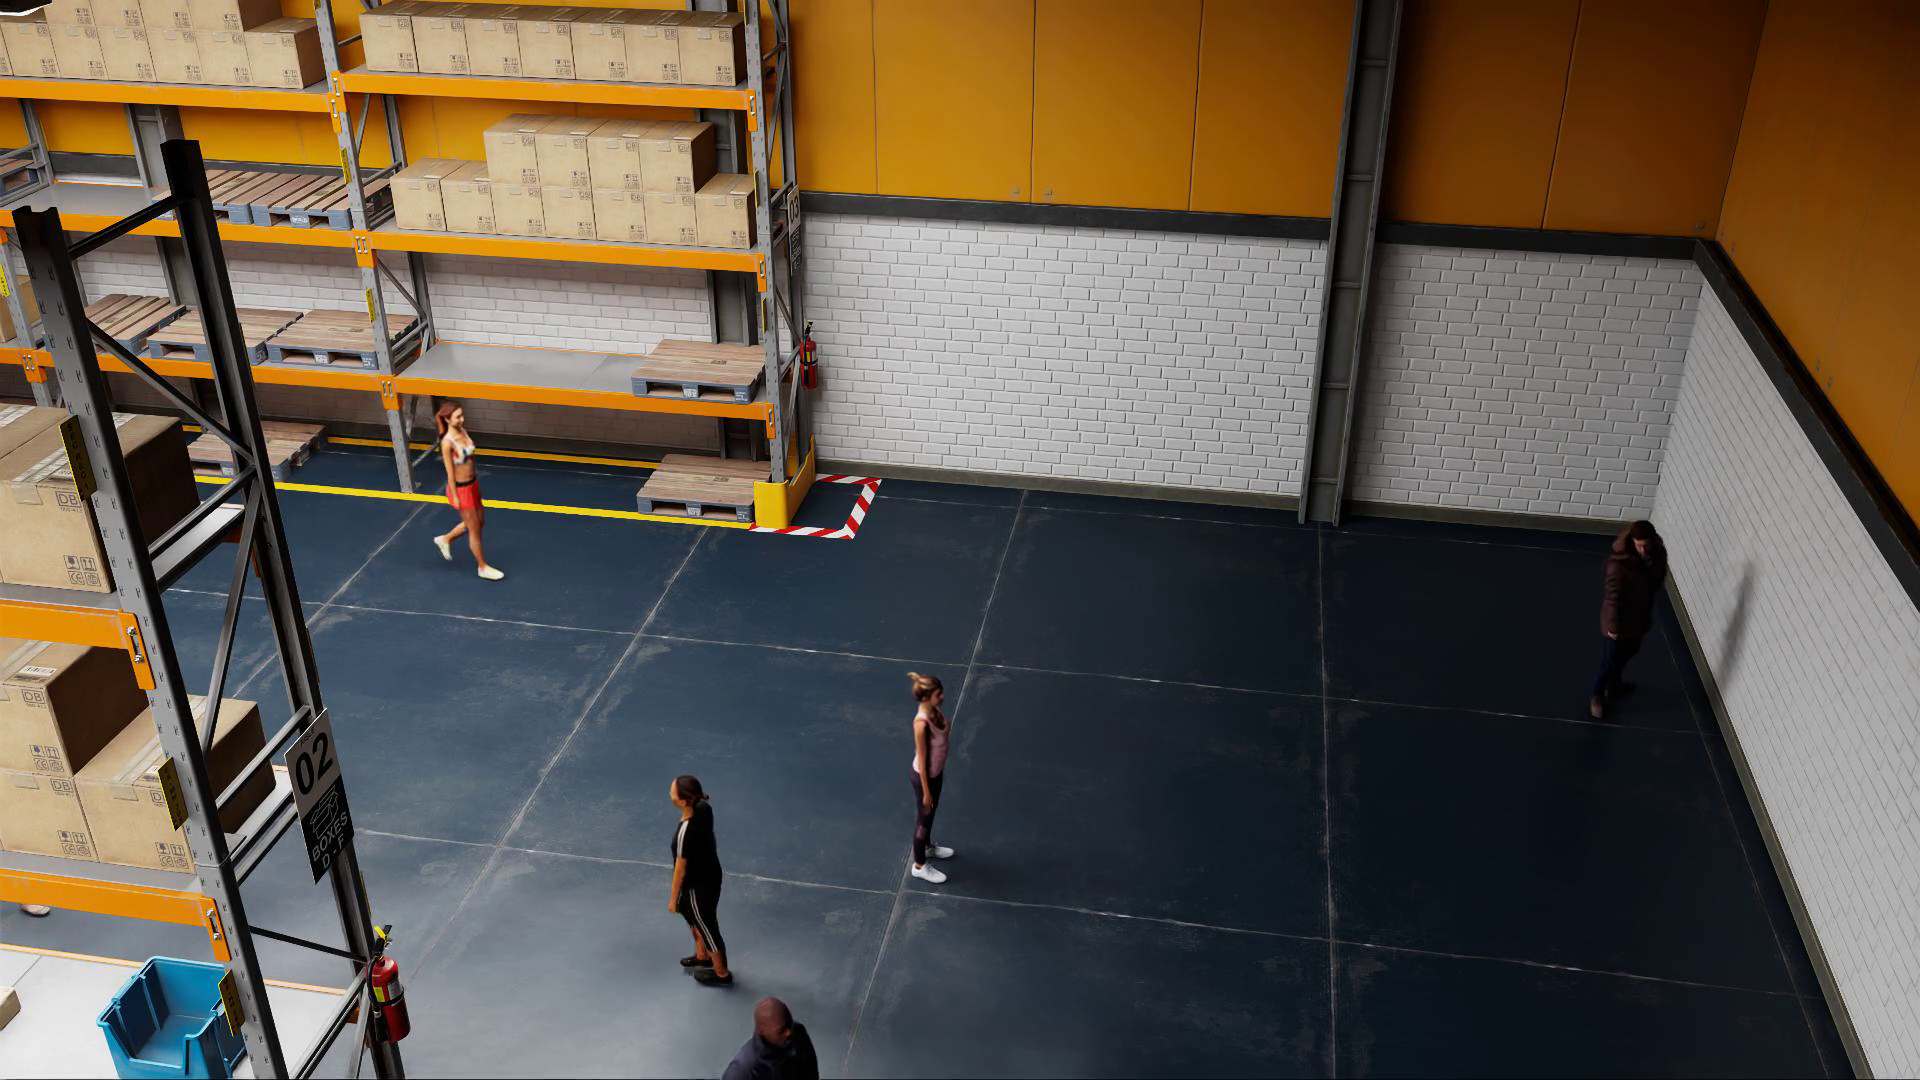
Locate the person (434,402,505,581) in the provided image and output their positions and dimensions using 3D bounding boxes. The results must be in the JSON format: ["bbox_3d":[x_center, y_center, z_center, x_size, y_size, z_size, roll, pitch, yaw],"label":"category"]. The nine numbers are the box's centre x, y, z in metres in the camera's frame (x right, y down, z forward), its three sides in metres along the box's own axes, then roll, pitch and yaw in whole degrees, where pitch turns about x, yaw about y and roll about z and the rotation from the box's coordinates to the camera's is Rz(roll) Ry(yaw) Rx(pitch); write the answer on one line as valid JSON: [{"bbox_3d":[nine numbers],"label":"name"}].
[{"bbox_3d":[-4.627,-0.447,15.300,0.947,1.776,0.622,8,30,14],"label":"person"}]

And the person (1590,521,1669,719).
[{"bbox_3d":[5.376,0.578,13.385,0.921,1.810,1.009,-23,36,-36],"label":"person"}]

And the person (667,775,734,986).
[{"bbox_3d":[-1.578,2.189,10.591,0.592,1.656,0.592,5,29,8],"label":"person"}]

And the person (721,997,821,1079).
[{"bbox_3d":[-1.043,3.088,8.783,1.019,1.810,0.953,20,35,33],"label":"person"}]

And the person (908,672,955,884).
[{"bbox_3d":[-0.230,1.626,11.638,0.499,1.644,0.561,5,29,10],"label":"person"}]
